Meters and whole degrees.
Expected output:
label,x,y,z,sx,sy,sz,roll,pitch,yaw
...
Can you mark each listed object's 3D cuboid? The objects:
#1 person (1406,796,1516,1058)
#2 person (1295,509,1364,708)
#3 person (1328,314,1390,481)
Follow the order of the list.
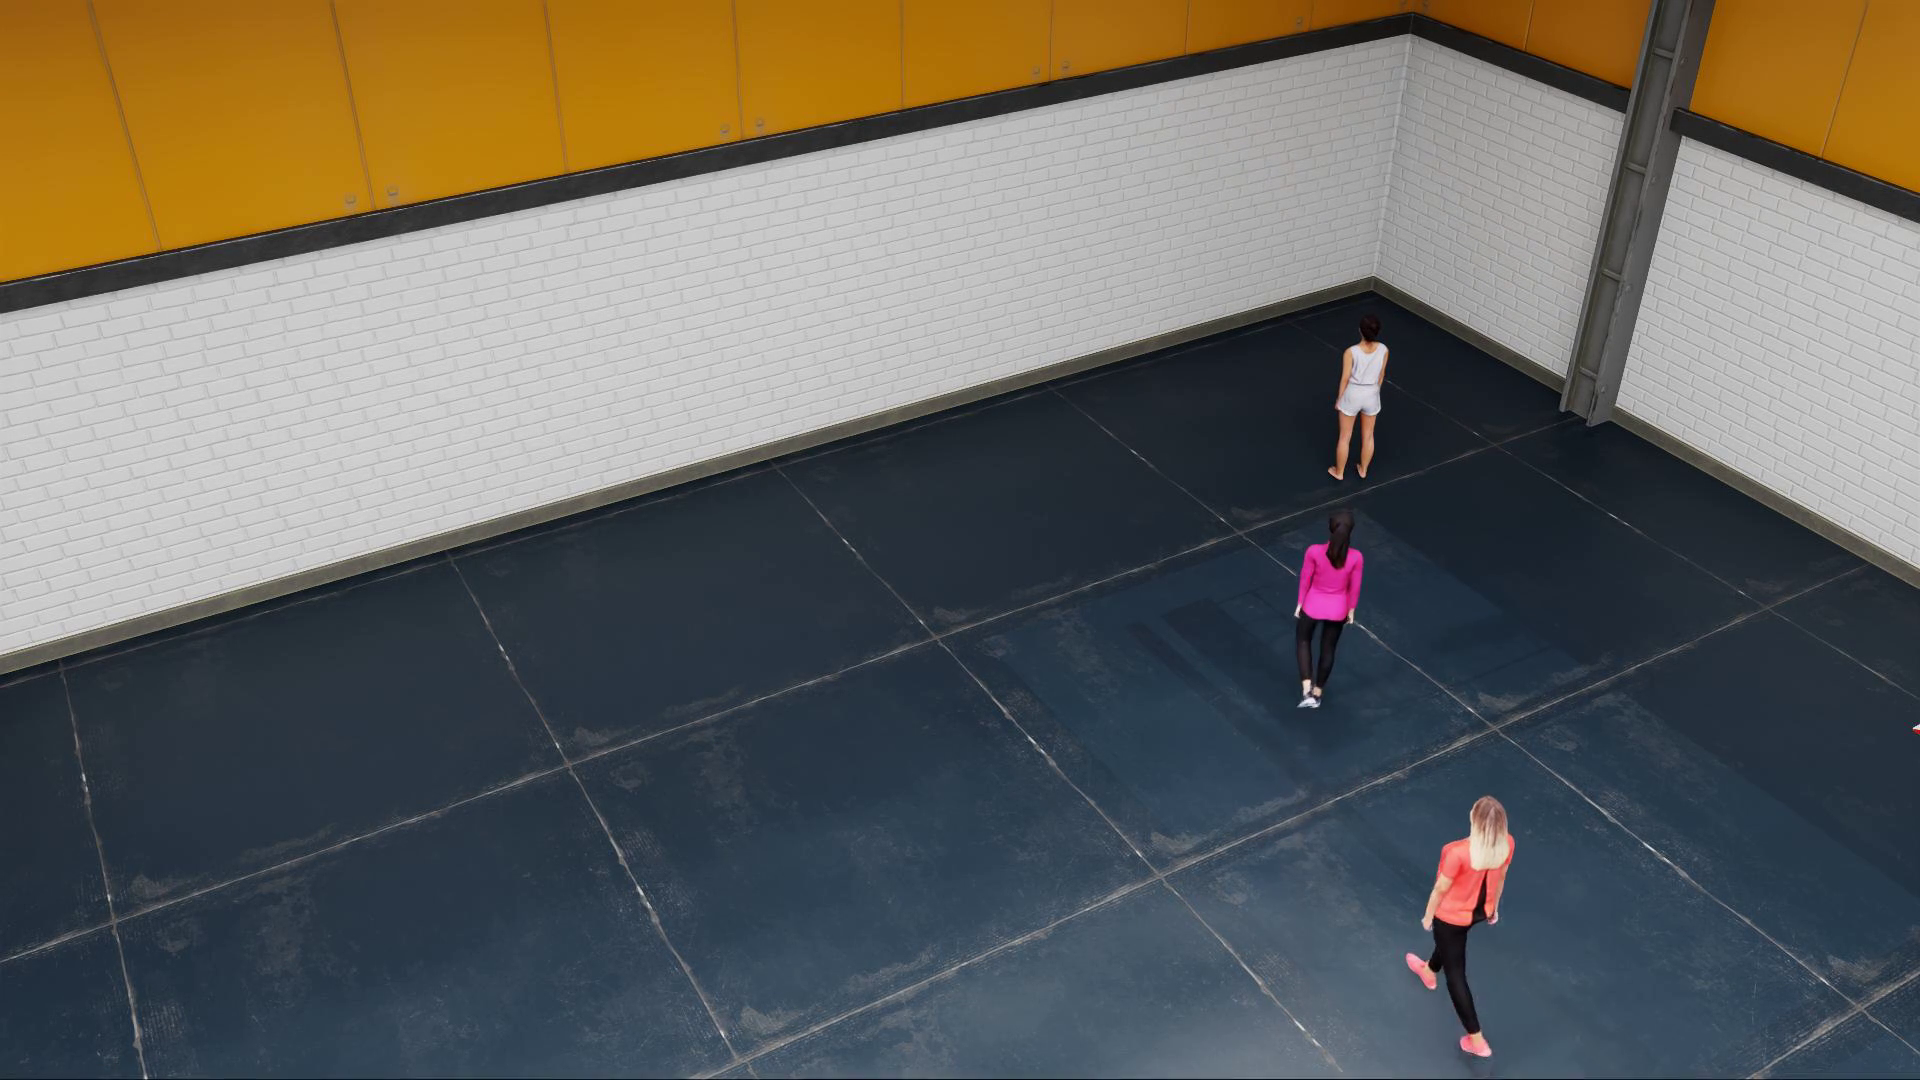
label,x,y,z,sx,sy,sz,roll,pitch,yaw
person,2.903,2.184,9.442,0.712,1.660,1.151,-13,36,-18
person,2.602,0.554,11.870,0.815,1.685,0.889,5,34,8
person,3.528,-1.256,14.667,0.644,1.604,0.664,-5,34,-7
